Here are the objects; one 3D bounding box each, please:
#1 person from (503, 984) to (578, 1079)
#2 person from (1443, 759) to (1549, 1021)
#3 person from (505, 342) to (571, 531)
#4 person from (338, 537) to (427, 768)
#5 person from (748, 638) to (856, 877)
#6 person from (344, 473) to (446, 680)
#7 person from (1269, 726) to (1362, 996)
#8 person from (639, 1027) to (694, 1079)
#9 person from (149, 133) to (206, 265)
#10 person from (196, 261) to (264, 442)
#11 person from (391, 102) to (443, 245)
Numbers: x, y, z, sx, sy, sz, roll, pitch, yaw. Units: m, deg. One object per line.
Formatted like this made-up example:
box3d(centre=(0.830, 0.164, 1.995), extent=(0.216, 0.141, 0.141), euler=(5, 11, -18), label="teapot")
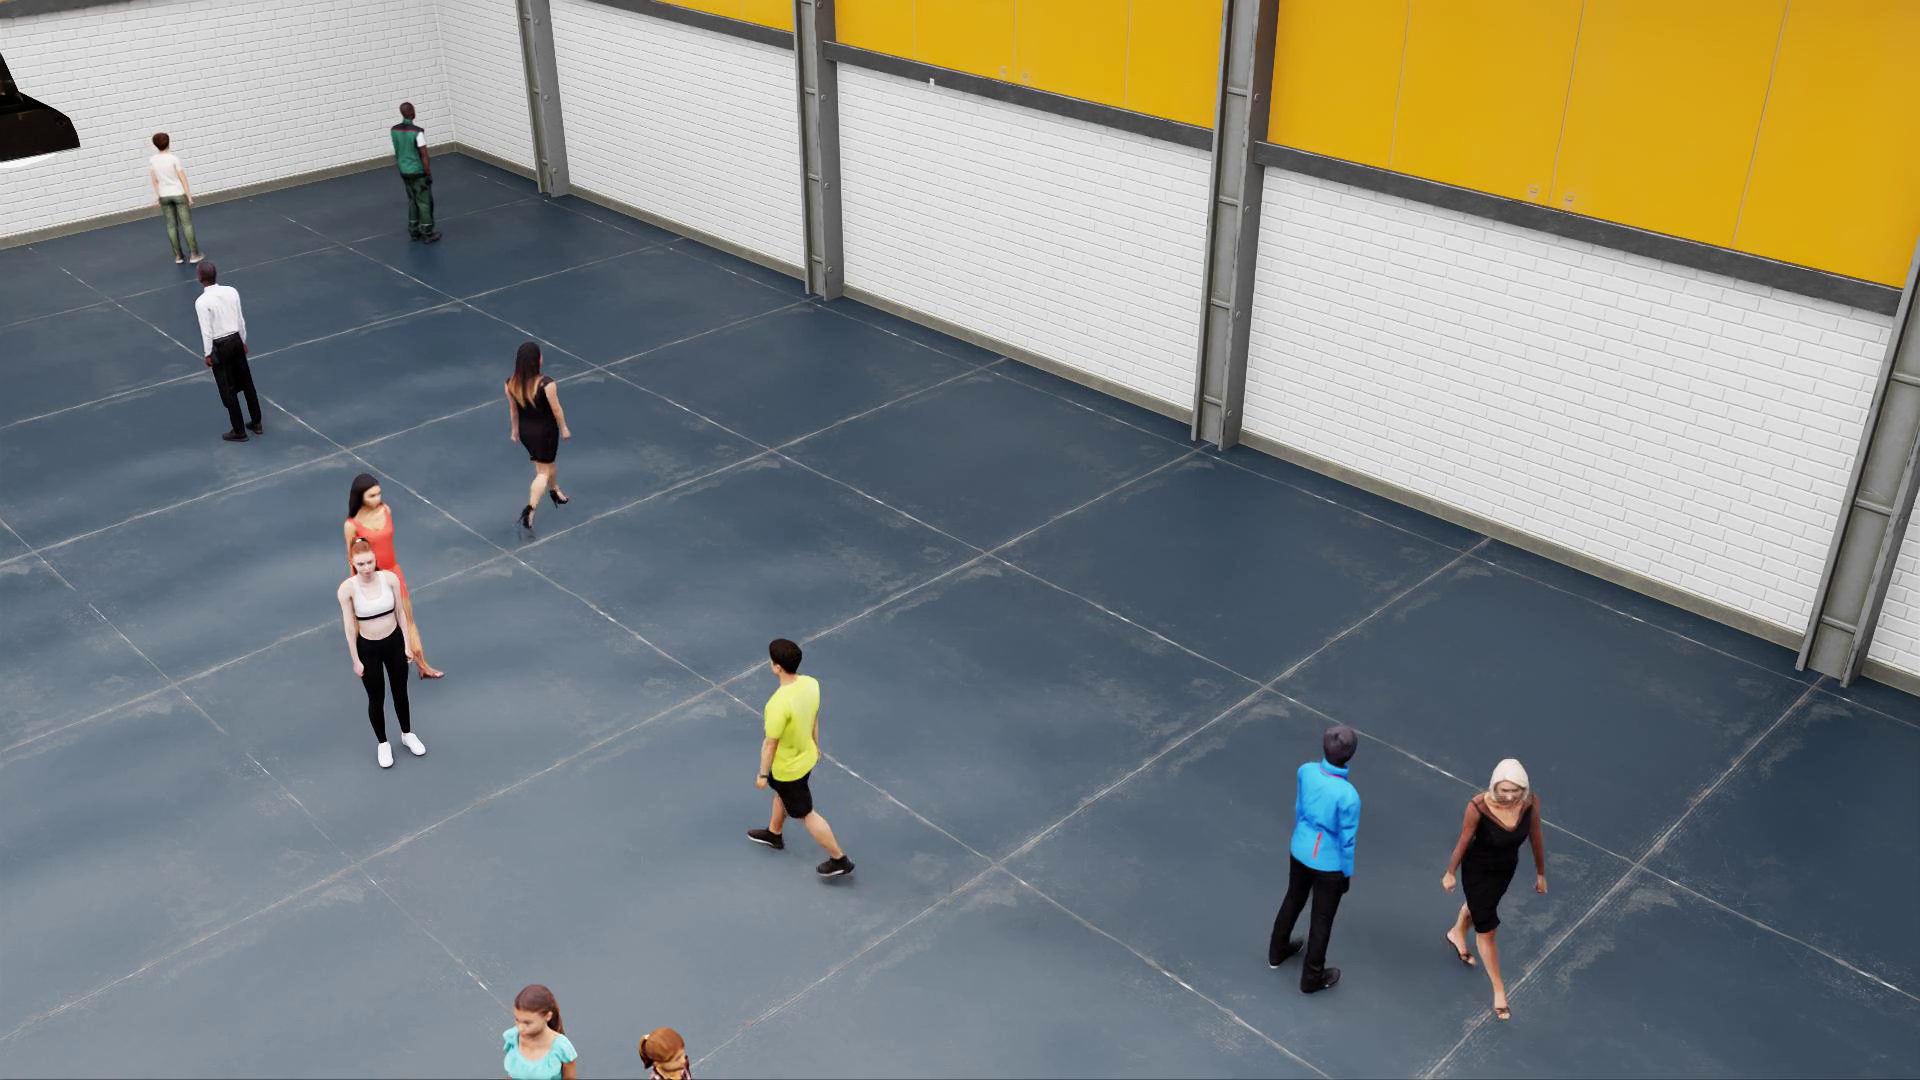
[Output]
box3d(centre=(-2.027, 2.801, 8.178), extent=(0.606, 1.558, 0.697), euler=(9, 30, 16), label="person")
box3d(centre=(3.036, 1.900, 9.694), extent=(0.995, 1.688, 1.113), euler=(-8, 30, -14), label="person")
box3d(centre=(-3.782, -0.886, 14.808), extent=(1.090, 1.681, 0.963), euler=(12, 31, 20), label="person")
box3d(centre=(-4.079, 0.773, 11.702), extent=(0.616, 1.742, 0.569), euler=(-19, 34, -31), label="person")
box3d(centre=(-0.991, 1.423, 10.586), extent=(1.174, 1.670, 0.902), euler=(12, 31, 20), label="person")
box3d(centre=(-4.502, 0.289, 12.679), extent=(1.224, 1.657, 0.805), euler=(19, 34, 30), label="person")
box3d(centre=(2.068, 1.852, 9.672), extent=(0.690, 1.792, 0.521), euler=(-19, 34, -31), label="person")
box3d(centre=(-1.435, 2.913, 8.237), extent=(0.607, 1.303, 0.594), euler=(10, 30, 18), label="person")
box3d(centre=(-10.036, -4.364, 21.213), extent=(0.667, 1.653, 0.711), euler=(-3, 29, -5), label="person")
box3d(centre=(-7.255, -1.873, 16.456), extent=(0.635, 1.836, 0.694), euler=(15, 32, 25), label="person")
box3d(centre=(-7.176, -4.823, 21.866), extent=(0.670, 1.834, 0.811), euler=(13, 31, 23), label="person")
